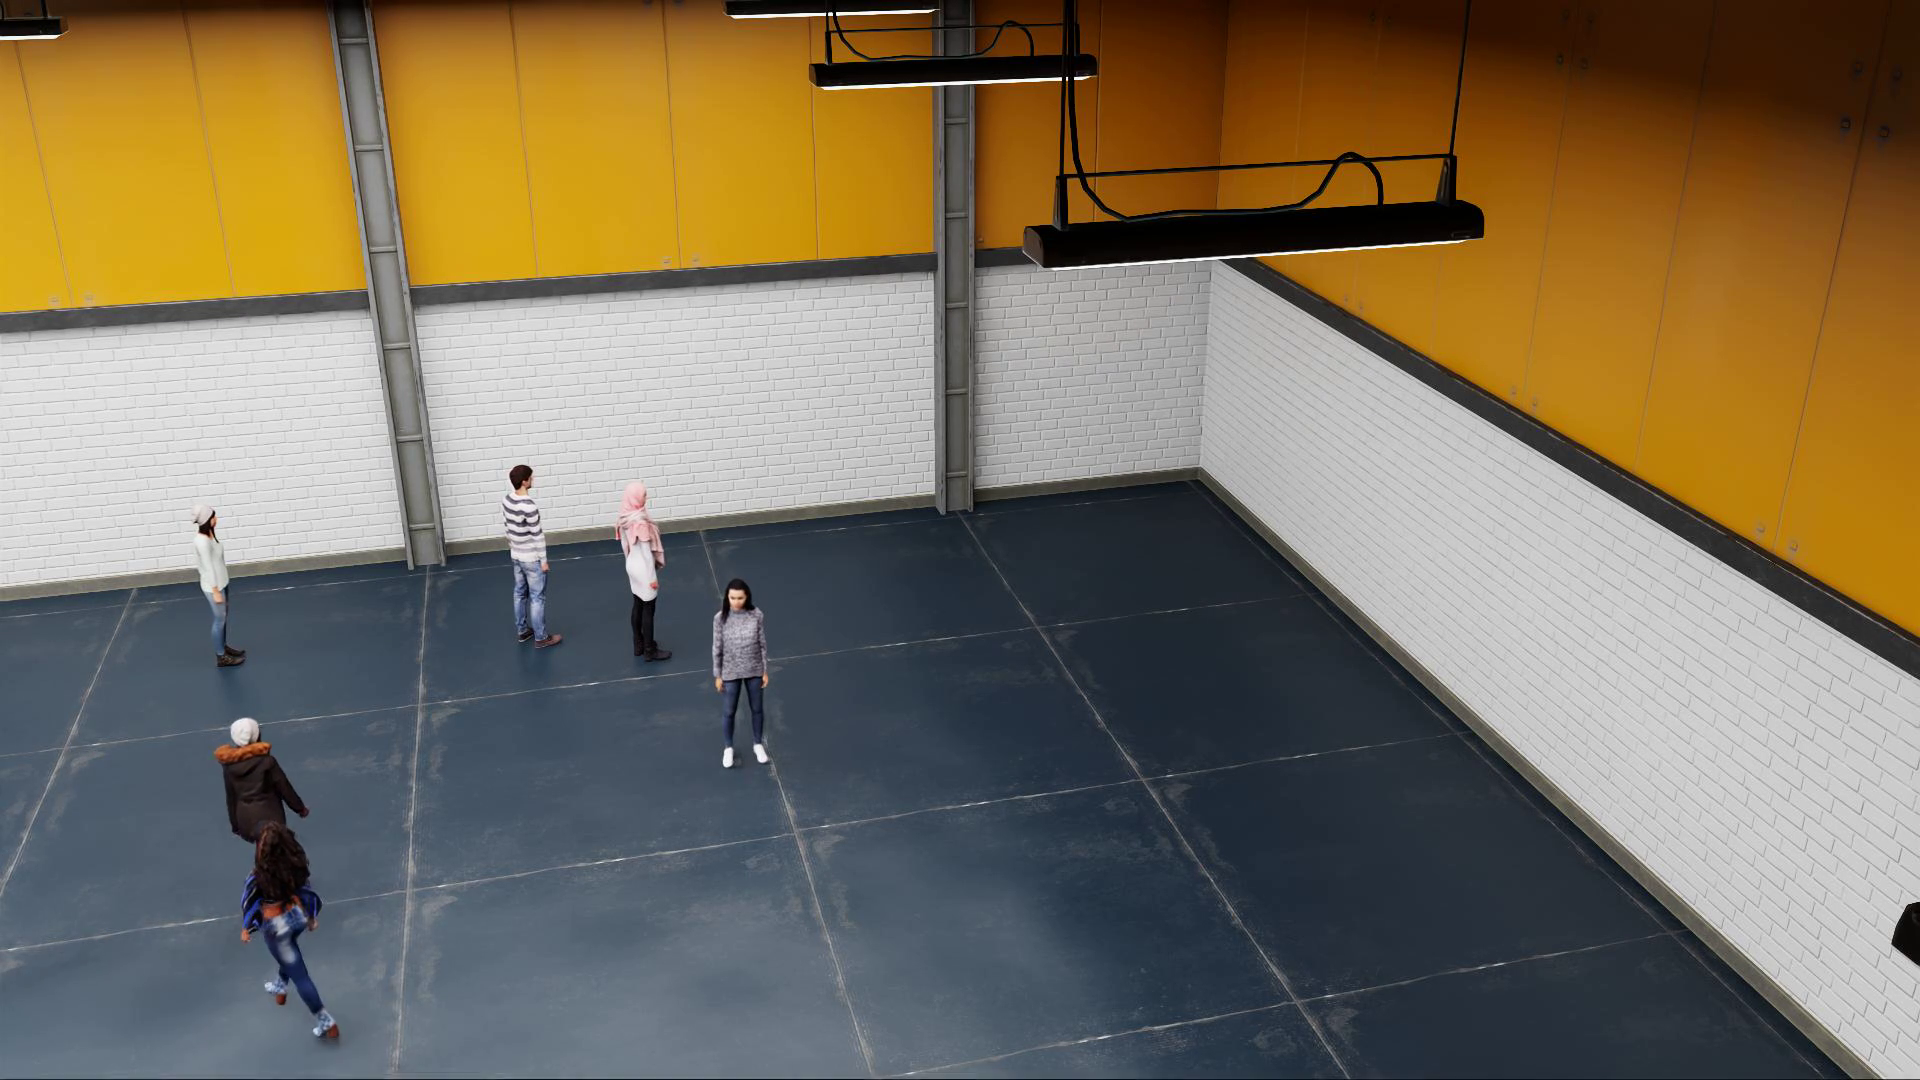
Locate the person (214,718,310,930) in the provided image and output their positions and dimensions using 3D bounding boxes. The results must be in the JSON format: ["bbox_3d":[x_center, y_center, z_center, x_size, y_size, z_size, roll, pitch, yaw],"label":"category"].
[{"bbox_3d":[-5.123,2.080,12.104,1.028,1.603,0.990,6,24,14],"label":"person"}]

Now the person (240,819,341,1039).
[{"bbox_3d":[-4.402,2.594,10.958,1.115,1.579,1.049,13,27,27],"label":"person"}]

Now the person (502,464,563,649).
[{"bbox_3d":[-4.224,0.145,16.220,0.720,1.852,0.736,18,29,35],"label":"person"}]

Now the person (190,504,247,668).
[{"bbox_3d":[-7.102,0.420,15.848,0.479,1.647,0.549,-6,24,-13],"label":"person"}]

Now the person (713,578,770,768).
[{"bbox_3d":[-1.854,1.107,14.168,0.448,1.732,0.674,-6,24,-13],"label":"person"}]

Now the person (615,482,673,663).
[{"bbox_3d":[-3.052,0.301,15.925,0.726,1.803,0.722,-17,29,-34],"label":"person"}]
